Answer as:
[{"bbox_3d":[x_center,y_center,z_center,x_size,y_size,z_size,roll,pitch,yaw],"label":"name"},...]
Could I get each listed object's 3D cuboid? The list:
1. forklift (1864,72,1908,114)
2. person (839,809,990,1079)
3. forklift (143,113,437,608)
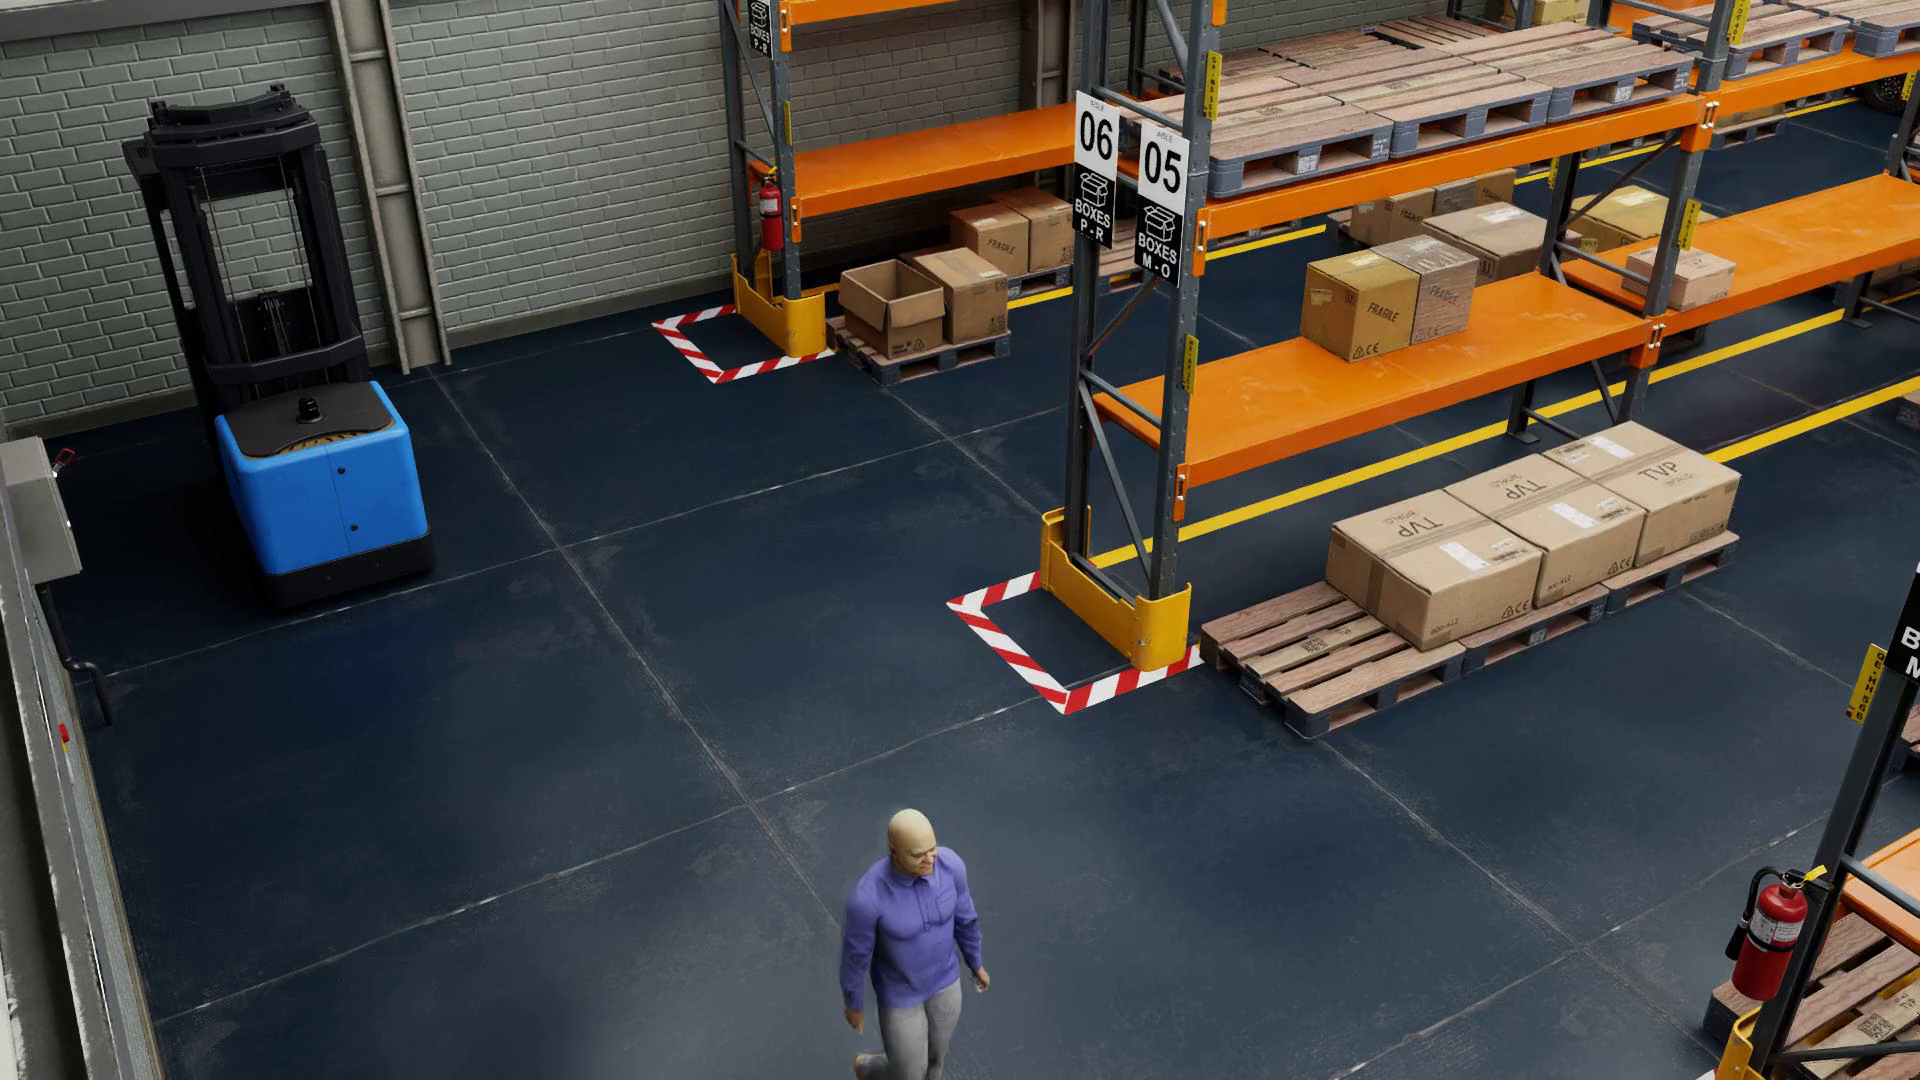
[{"bbox_3d":[11.468,-5.645,18.244,1.214,2.155,2.313,-17,36,-26],"label":"forklift"},{"bbox_3d":[-0.177,1.769,6.640,0.598,1.784,0.465,-21,37,-30],"label":"person"},{"bbox_3d":[-4.289,-1.259,10.509,1.129,2.768,1.873,-17,36,-26],"label":"forklift"}]
